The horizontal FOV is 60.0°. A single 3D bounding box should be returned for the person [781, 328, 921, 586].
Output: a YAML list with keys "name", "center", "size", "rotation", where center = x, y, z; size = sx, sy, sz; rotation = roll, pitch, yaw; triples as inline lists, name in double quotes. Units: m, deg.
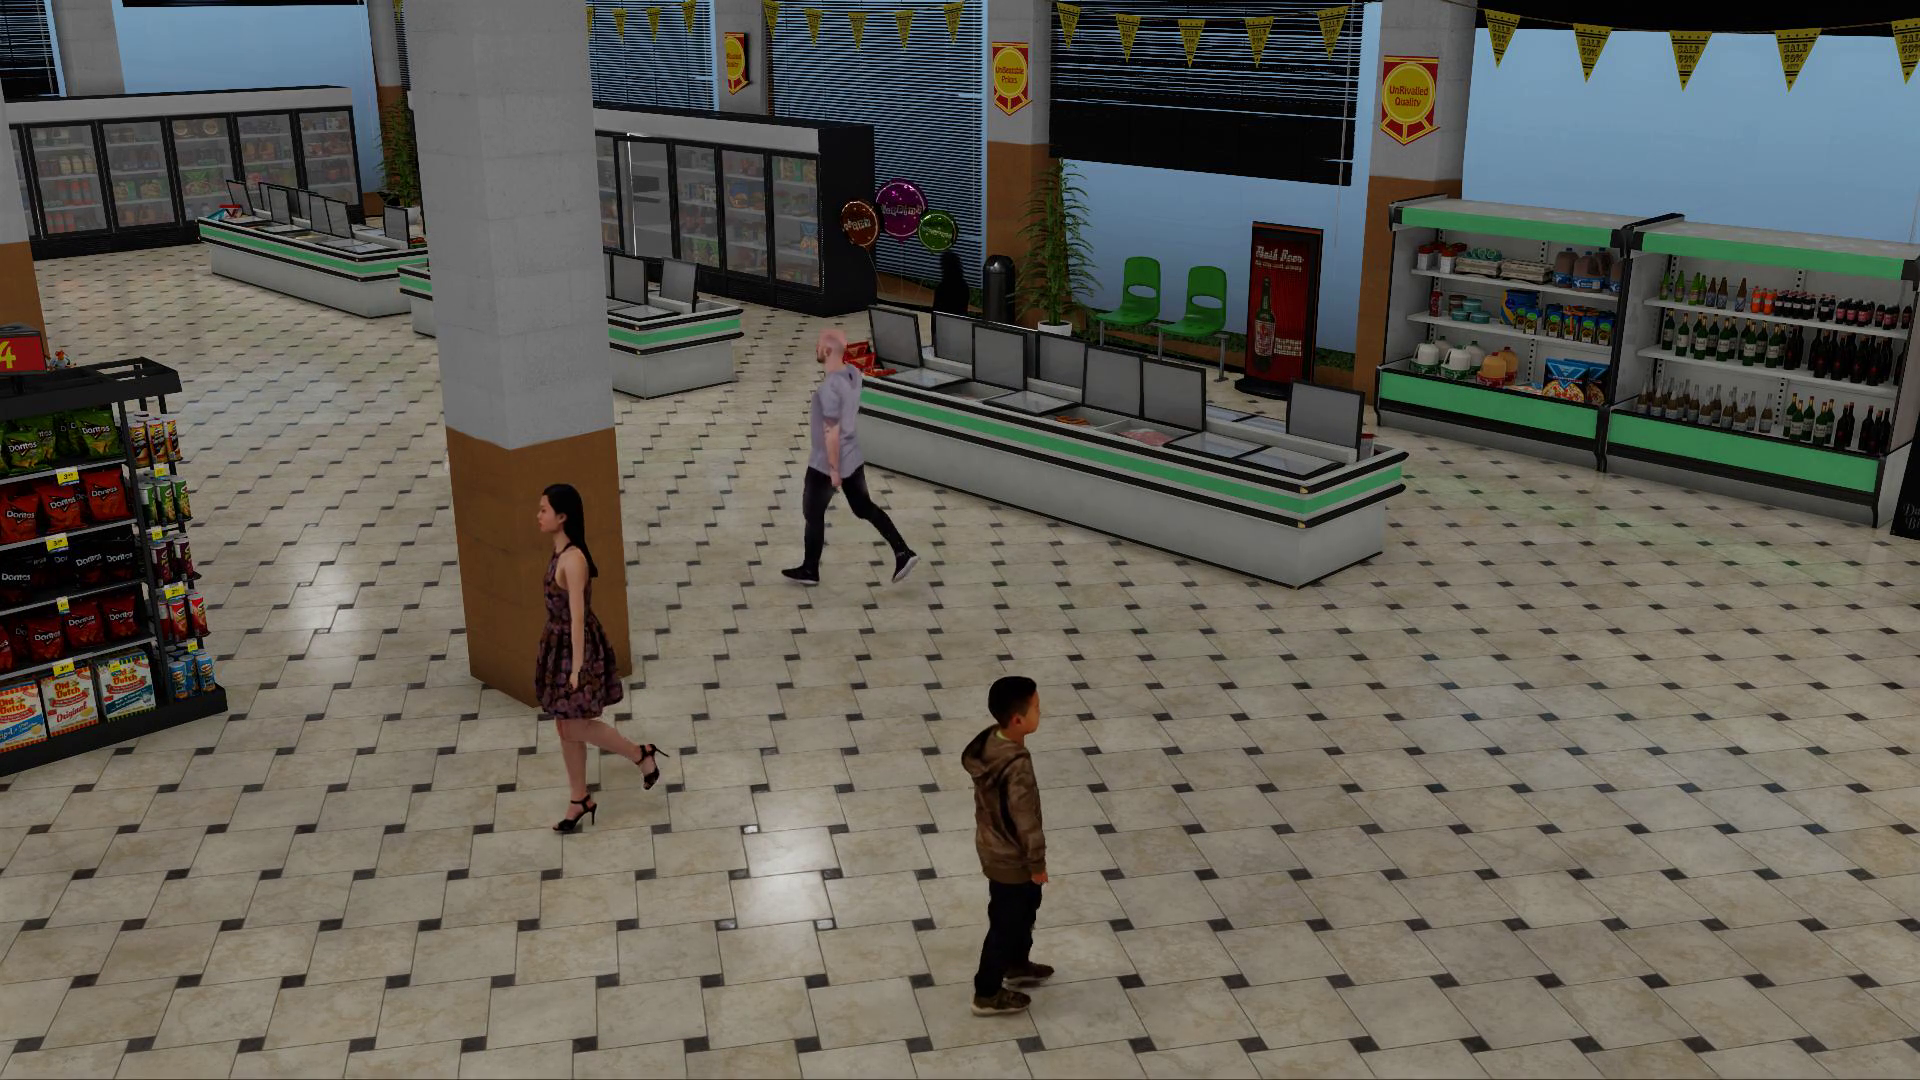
- name: "person"
  center: [-0.741, -0.520, 11.258]
  size: [1.294, 1.806, 0.947]
  rotation: [8, 20, 23]

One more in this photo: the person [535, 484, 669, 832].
- name: "person"
  center: [-1.783, 0.584, 8.054]
  size: [0.893, 1.761, 0.899]
  rotation: [-7, 20, -21]

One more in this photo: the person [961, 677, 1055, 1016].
- name: "person"
  center: [0.127, 1.231, 6.633]
  size: [0.799, 1.443, 0.735]
  rotation: [-5, 19, -15]

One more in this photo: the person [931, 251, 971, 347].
- name: "person"
  center: [-0.088, -1.929, 15.737]
  size: [0.589, 1.614, 0.604]
  rotation: [16, 24, 39]
